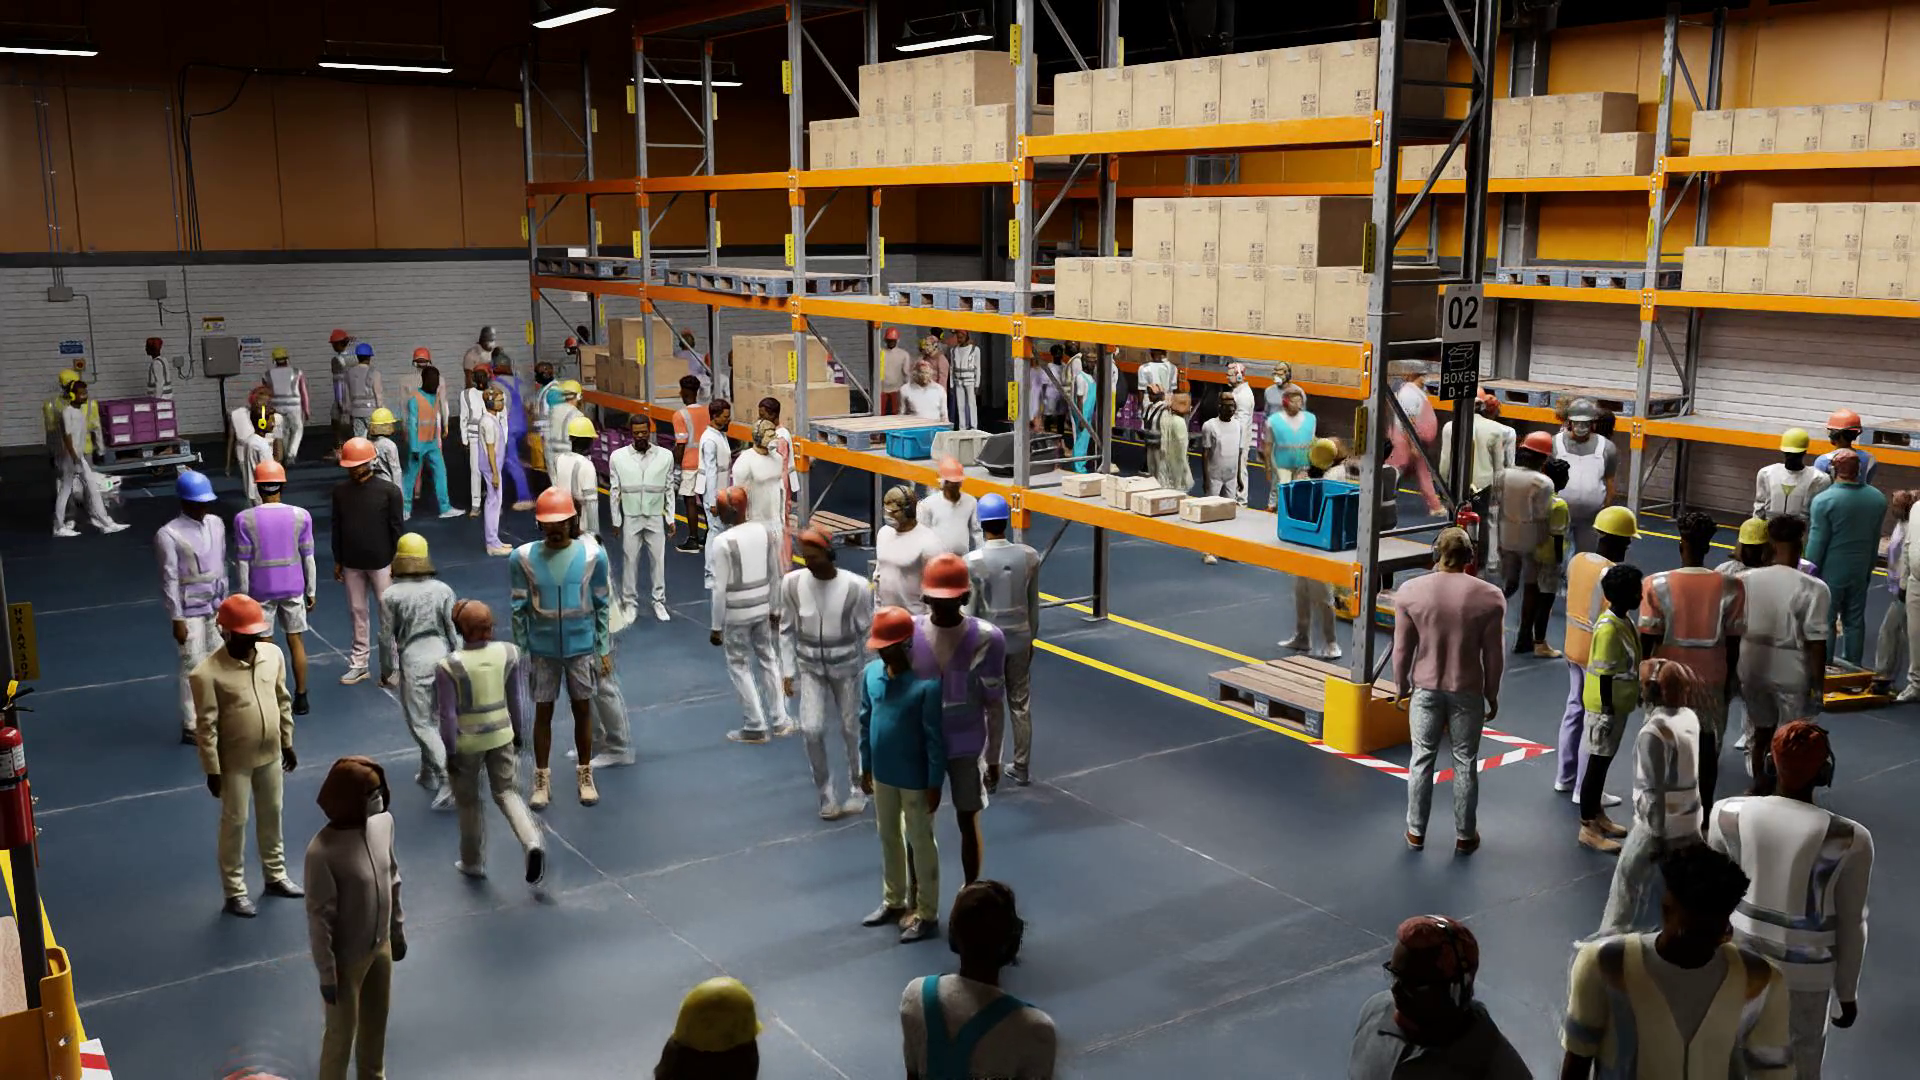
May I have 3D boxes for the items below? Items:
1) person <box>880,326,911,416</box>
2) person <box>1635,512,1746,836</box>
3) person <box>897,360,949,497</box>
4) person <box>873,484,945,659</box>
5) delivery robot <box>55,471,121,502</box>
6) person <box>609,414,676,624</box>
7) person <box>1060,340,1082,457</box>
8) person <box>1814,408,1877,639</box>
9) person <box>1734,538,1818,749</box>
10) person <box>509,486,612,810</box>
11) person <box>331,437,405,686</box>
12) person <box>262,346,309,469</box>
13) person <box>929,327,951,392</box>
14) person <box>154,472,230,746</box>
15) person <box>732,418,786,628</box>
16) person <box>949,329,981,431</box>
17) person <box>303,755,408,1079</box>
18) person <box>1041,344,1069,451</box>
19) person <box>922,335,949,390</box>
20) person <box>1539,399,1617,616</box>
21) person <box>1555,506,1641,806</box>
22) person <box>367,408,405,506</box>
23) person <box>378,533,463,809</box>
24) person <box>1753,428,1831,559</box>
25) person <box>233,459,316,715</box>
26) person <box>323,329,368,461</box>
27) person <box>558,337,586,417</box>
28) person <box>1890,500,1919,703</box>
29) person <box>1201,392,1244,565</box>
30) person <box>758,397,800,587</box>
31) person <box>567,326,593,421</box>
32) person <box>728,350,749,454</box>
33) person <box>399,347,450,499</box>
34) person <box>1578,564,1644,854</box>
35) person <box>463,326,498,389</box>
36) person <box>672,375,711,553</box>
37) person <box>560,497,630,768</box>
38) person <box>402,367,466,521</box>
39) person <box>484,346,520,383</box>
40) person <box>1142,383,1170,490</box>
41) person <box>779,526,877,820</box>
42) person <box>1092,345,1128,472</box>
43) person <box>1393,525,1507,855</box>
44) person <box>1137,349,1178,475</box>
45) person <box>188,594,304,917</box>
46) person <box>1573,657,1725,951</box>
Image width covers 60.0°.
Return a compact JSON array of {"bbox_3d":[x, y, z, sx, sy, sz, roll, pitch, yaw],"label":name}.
[{"bbox_3d":[-1.094,-2.378,26.161,0.650,1.986,0.552,2,11,8],"label":"person"},{"bbox_3d":[4.330,0.804,9.928,0.601,1.967,0.369,2,11,10],"label":"person"},{"bbox_3d":[-0.464,-1.305,20.880,0.662,1.905,0.403,-2,11,-12],"label":"person"},{"bbox_3d":[-0.367,0.576,11.182,0.371,1.934,0.627,-10,15,-42],"label":"person"},{"bbox_3d":[-10.976,-0.689,20.949,0.707,0.478,0.477,-1,11,-2],"label":"delivery robot"},{"bbox_3d":[-2.896,-0.203,15.204,0.594,1.919,0.388,-3,12,-16],"label":"person"},{"bbox_3d":[1.760,-2.197,25.643,0.430,1.837,0.629,1,11,4],"label":"person"},{"bbox_3d":[7.624,-0.128,14.499,0.605,2.044,0.375,-4,12,-18],"label":"person"},{"bbox_3d":[5.607,0.670,11.479,0.526,1.632,0.312,8,14,36],"label":"person"},{"bbox_3d":[-2.483,0.673,10.401,0.609,2.044,0.394,-3,11,-13],"label":"person"},{"bbox_3d":[-4.674,0.171,13.120,0.611,1.985,0.393,2,11,10],"label":"person"},{"bbox_3d":[-9.819,-1.912,24.209,0.607,1.813,0.647,-2,11,-10],"label":"person"},{"bbox_3d":[-0.398,-2.688,28.053,0.532,1.868,0.310,0,11,1],"label":"person"},{"bbox_3d":[-5.337,0.477,11.702,0.451,1.932,0.610,3,11,15],"label":"person"},{"bbox_3d":[-1.764,-0.122,14.777,0.359,1.931,0.634,7,13,31],"label":"person"},{"bbox_3d":[0.073,-2.571,27.441,0.583,1.879,0.374,7,13,31],"label":"person"},{"bbox_3d":[-2.372,1.631,6.576,0.285,1.628,0.503,3,12,16],"label":"person"},{"bbox_3d":[1.521,-2.227,26.131,0.540,1.696,0.316,-5,12,-25],"label":"person"},{"bbox_3d":[-0.426,-2.167,25.323,0.401,1.899,0.636,-6,13,-29],"label":"person"},{"bbox_3d":[5.680,-0.291,15.340,0.682,2.000,0.537,3,11,14],"label":"person"},{"bbox_3d":[4.018,0.728,10.463,0.394,1.913,0.591,-2,11,-11],"label":"person"},{"bbox_3d":[-5.892,-0.486,17.104,0.486,1.744,0.294,7,13,33],"label":"person"},{"bbox_3d":[-3.341,0.819,10.537,0.750,1.699,0.502,10,15,41],"label":"person"},{"bbox_3d":[7.059,-0.004,14.190,0.587,1.920,0.396,10,15,40],"label":"person"},{"bbox_3d":[-5.053,0.364,12.296,0.549,1.925,0.384,-7,13,-33],"label":"person"},{"bbox_3d":[-9.191,-2.166,25.040,0.906,2.013,0.618,4,12,18],"label":"person"},{"bbox_3d":[-6.246,-2.390,26.839,0.346,1.746,0.563,9,14,40],"label":"person"},{"bbox_3d":[7.300,0.349,12.458,0.401,1.894,0.653,-3,12,-16],"label":"person"},{"bbox_3d":[2.800,-0.663,17.747,0.507,1.847,0.343,-5,12,-25],"label":"person"},{"bbox_3d":[-1.827,-0.479,16.658,0.410,1.908,0.598,-4,12,-18],"label":"person"},{"bbox_3d":[-6.564,-2.829,28.984,0.659,1.790,0.962,2,11,10],"label":"person"},{"bbox_3d":[-3.452,-2.127,25.781,0.282,1.631,0.503,-5,12,-25],"label":"person"},{"bbox_3d":[-7.025,-1.533,21.848,0.617,1.986,0.408,-4,12,-18],"label":"person"},{"bbox_3d":[3.826,0.971,9.764,0.316,1.696,0.542,6,13,28],"label":"person"},{"bbox_3d":[-7.349,-2.354,25.900,0.720,2.000,0.584,-9,14,-38],"label":"person"},{"bbox_3d":[-2.940,-0.841,18.347,0.362,1.963,0.613,8,13,34],"label":"person"},{"bbox_3d":[-2.478,0.623,11.067,0.540,1.881,0.603,-3,11,-15],"label":"person"},{"bbox_3d":[-6.506,-1.168,20.291,0.717,1.873,0.626,3,11,15],"label":"person"},{"bbox_3d":[-6.826,-1.991,24.670,0.635,1.812,0.843,-5,12,-23],"label":"person"},{"bbox_3d":[2.452,-1.141,20.741,0.314,1.632,0.516,-4,12,-21],"label":"person"},{"bbox_3d":[-0.804,0.809,10.240,0.598,1.853,0.547,2,11,9],"label":"person"},{"bbox_3d":[2.166,-2.002,24.099,0.535,2.000,0.681,0,11,-1],"label":"person"},{"bbox_3d":[2.825,0.873,9.662,0.628,1.934,0.373,4,12,20],"label":"person"},{"bbox_3d":[2.826,-1.913,23.868,0.600,1.958,0.378,-3,11,-16],"label":"person"},{"bbox_3d":[-3.770,1.129,8.848,0.357,1.740,0.569,6,12,28],"label":"person"},{"bbox_3d":[3.462,1.364,8.009,0.524,1.597,0.845,-9,14,-39],"label":"person"}]
